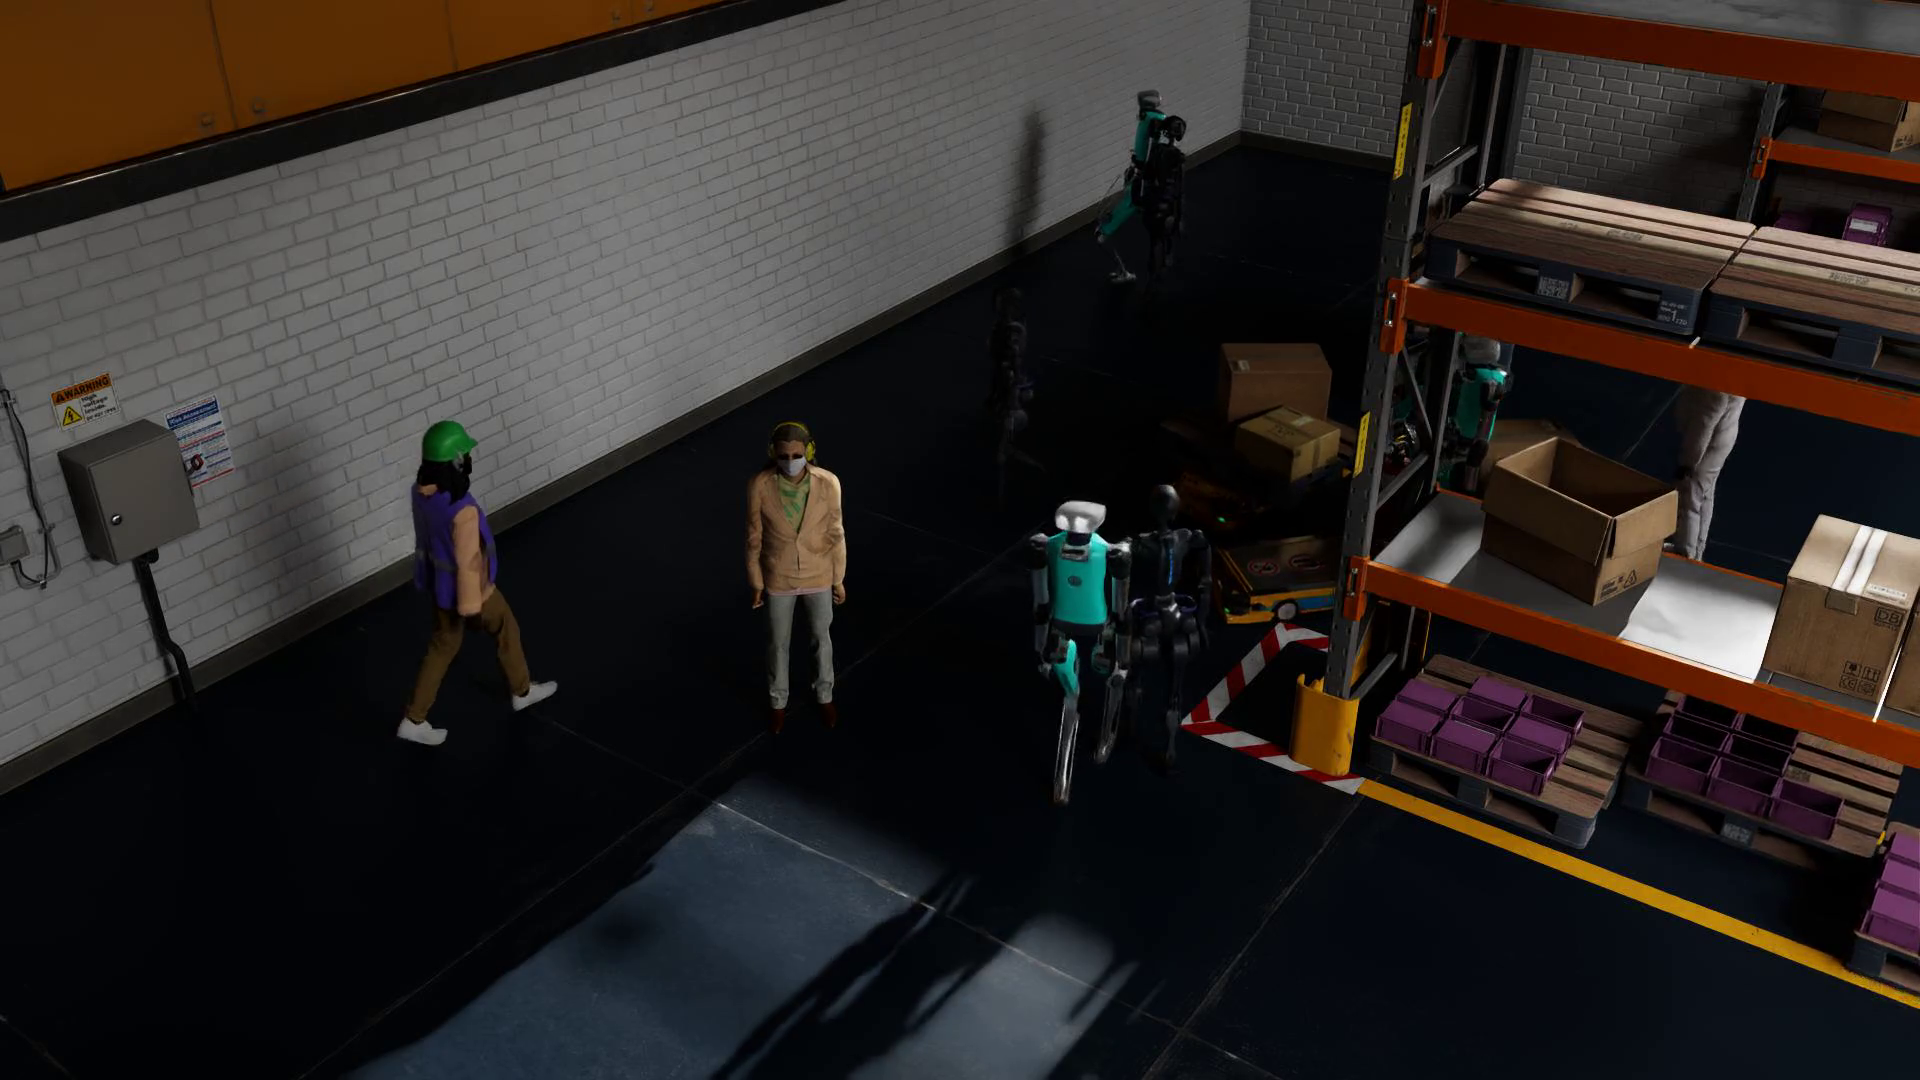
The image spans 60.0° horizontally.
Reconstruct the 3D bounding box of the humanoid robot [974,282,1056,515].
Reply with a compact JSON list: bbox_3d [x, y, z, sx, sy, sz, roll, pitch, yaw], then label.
[{"bbox_3d":[0.398,-0.961,11.315,0.607,1.639,0.608,-7,31,-12],"label":"humanoid robot"}]

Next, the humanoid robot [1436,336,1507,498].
[{"bbox_3d":[2.926,-0.421,10.280,0.660,1.772,0.532,2,30,4],"label":"humanoid robot"}]

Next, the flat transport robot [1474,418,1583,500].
[{"bbox_3d":[3.528,0.205,10.685,1.431,0.231,0.659,-2,30,-4],"label":"flat transport robot"}]

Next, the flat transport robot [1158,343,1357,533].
[{"bbox_3d":[2.129,-0.464,11.845,1.431,0.231,0.659,-23,37,-34],"label":"flat transport robot"}]

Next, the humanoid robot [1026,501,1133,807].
[{"bbox_3d":[0.682,0.479,8.750,0.553,1.779,0.875,9,31,15],"label":"humanoid robot"}]

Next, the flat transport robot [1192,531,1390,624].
[{"bbox_3d":[2.277,0.228,10.644,1.431,0.231,0.659,-6,31,-11],"label":"flat transport robot"}]

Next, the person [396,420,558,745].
[{"bbox_3d":[-2.753,0.236,9.011,0.540,1.889,0.948,23,37,34],"label":"person"}]

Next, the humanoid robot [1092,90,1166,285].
[{"bbox_3d":[1.457,-3.171,15.018,0.707,1.739,0.536,-3,30,-5],"label":"humanoid robot"}]

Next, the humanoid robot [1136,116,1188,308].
[{"bbox_3d":[1.743,-2.901,14.668,0.451,1.647,0.605,-12,32,-19],"label":"humanoid robot"}]

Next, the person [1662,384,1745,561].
[{"bbox_3d":[4.673,-0.618,10.504,0.397,1.893,0.682,17,34,27],"label":"person"}]

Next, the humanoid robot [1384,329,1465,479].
[{"bbox_3d":[3.209,-1.290,11.827,0.872,1.775,0.556,20,35,30],"label":"humanoid robot"}]

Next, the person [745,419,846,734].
[{"bbox_3d":[-0.895,0.189,9.106,0.549,1.877,0.413,-5,30,-8],"label":"person"}]

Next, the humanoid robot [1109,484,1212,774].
[{"bbox_3d":[1.061,0.473,8.835,0.601,1.649,0.539,-6,30,-10],"label":"humanoid robot"}]
